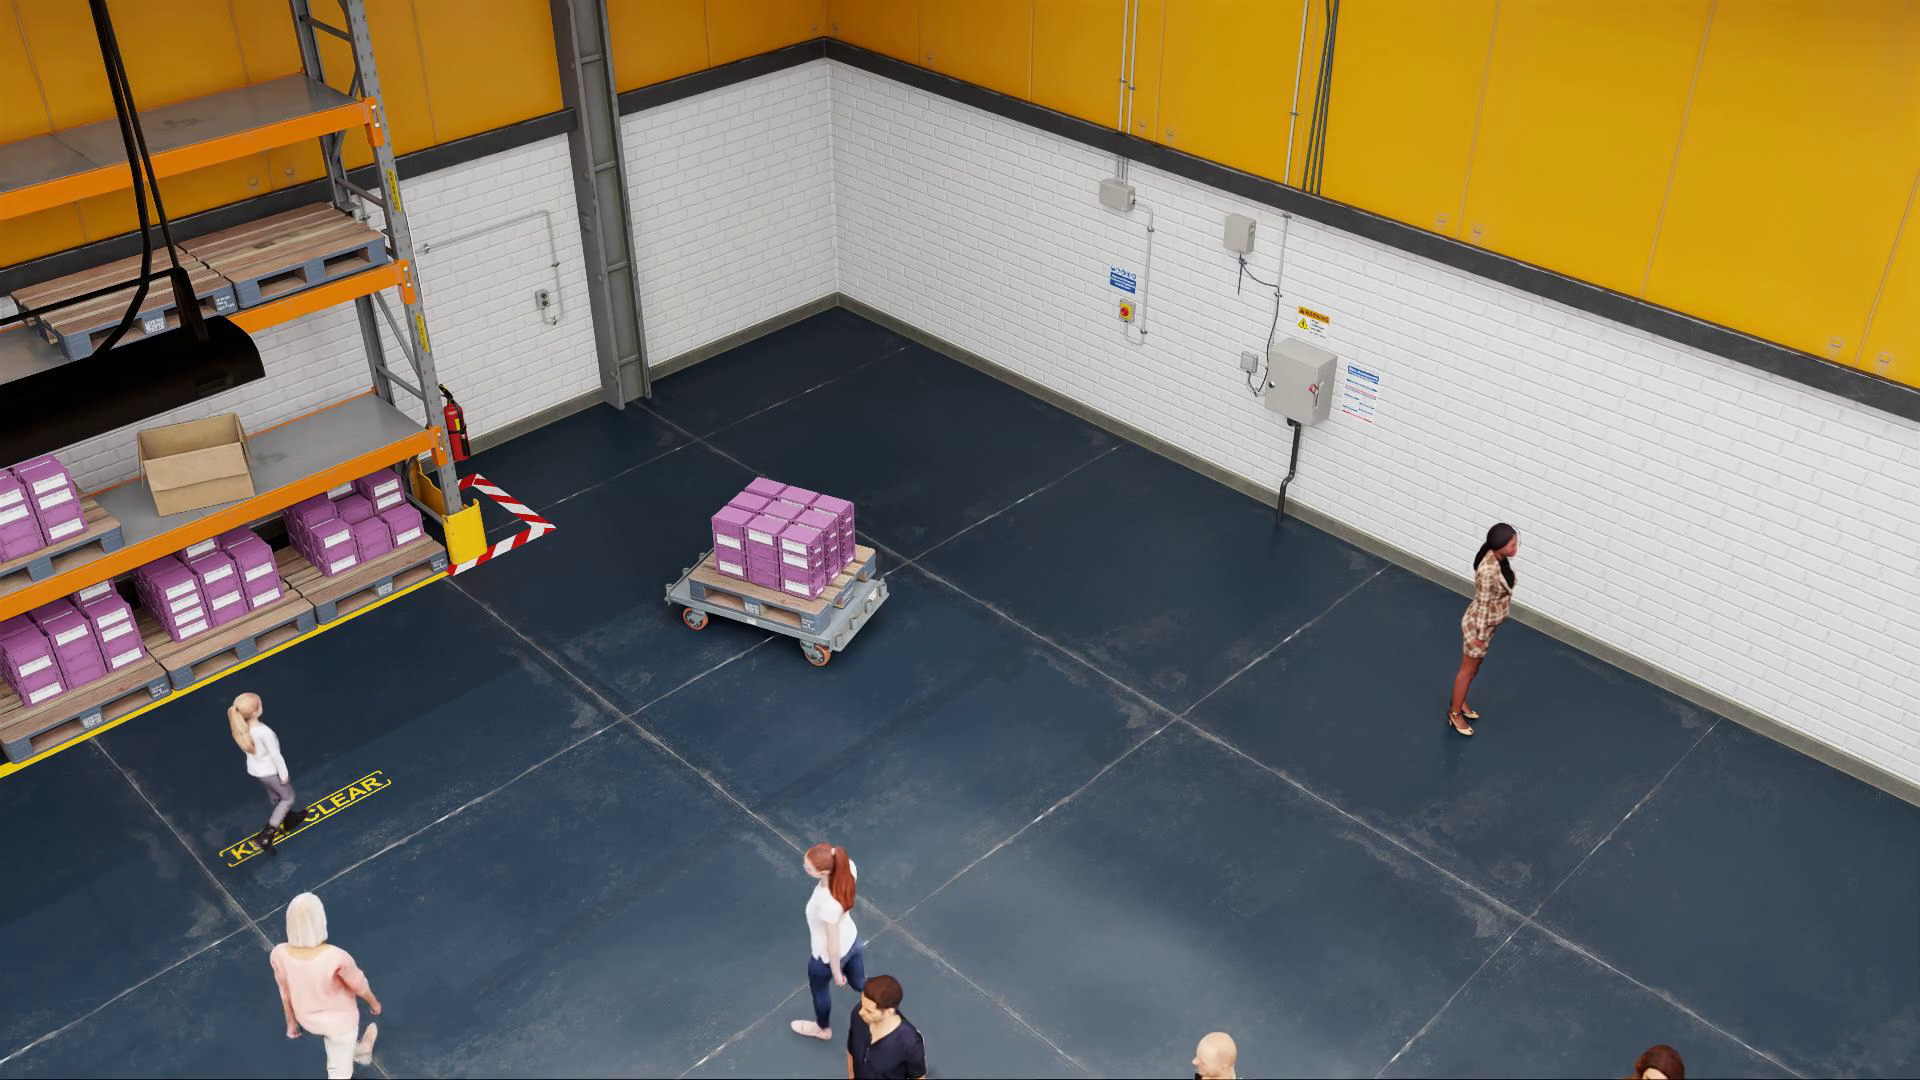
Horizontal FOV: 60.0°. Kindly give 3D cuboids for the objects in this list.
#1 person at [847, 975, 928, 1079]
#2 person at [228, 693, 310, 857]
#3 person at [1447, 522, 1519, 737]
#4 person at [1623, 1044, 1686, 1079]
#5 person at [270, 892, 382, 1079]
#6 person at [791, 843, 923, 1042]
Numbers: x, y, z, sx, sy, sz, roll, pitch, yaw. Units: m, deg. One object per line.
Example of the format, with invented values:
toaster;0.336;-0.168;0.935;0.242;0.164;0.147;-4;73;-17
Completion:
person;-0.379;2.931;8.738;0.667;1.855;0.574;22;39;29
person;-4.742;1.585;11.295;0.642;1.267;0.824;16;37;22
person;3.833;0.637;12.244;0.692;1.794;0.559;18;38;25
person;3.425;3.155;8.431;0.680;1.823;0.847;19;38;26
person;-3.537;2.714;9.215;1.012;1.688;1.126;3;34;5
person;-0.621;2.402;9.669;0.923;1.706;1.090;13;36;19
